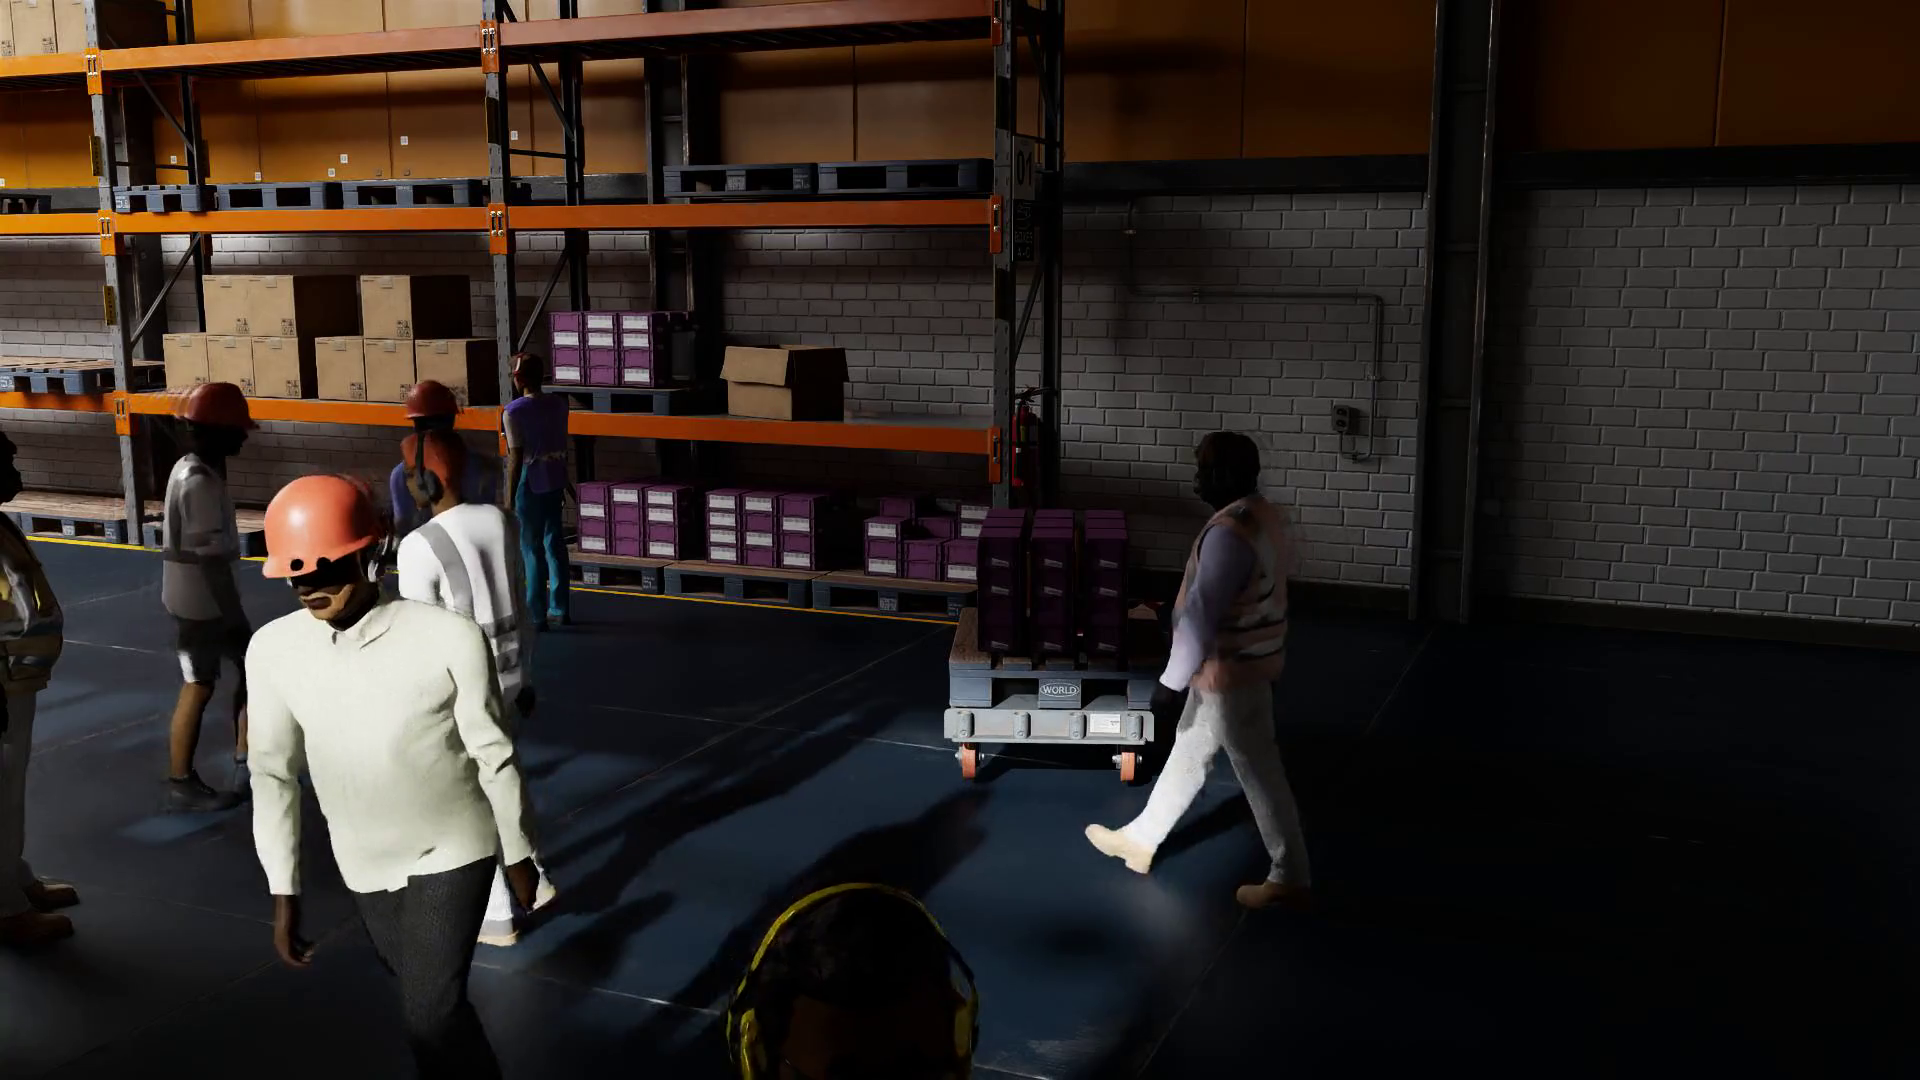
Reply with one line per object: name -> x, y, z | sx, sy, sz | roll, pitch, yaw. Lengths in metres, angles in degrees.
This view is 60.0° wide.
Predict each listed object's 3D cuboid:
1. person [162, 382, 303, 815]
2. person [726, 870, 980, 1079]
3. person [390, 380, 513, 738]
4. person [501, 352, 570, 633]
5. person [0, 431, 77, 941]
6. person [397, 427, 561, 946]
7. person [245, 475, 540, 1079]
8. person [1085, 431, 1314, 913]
person -> -3.194, 0.262, 7.282 | 0.712, 1.905, 0.590 | -4, 10, -23
person -> -0.059, 1.243, 1.617 | 0.554, 1.838, 0.859 | -4, 10, -21
person -> -2.394, 0.188, 7.845 | 0.535, 1.881, 1.046 | -7, 12, -36
person -> -2.769, -0.310, 10.922 | 0.389, 1.843, 0.566 | 4, 10, 25
person -> -3.463, 0.512, 6.004 | 0.429, 1.844, 0.626 | -4, 10, -23
person -> -1.733, 0.531, 5.812 | 0.404, 1.867, 0.584 | 4, 10, 22
person -> -1.371, 0.789, 4.029 | 0.602, 1.935, 0.850 | 2, 10, 14
person -> 0.934, 0.486, 6.295 | 0.954, 1.791, 0.624 | 3, 10, 18
